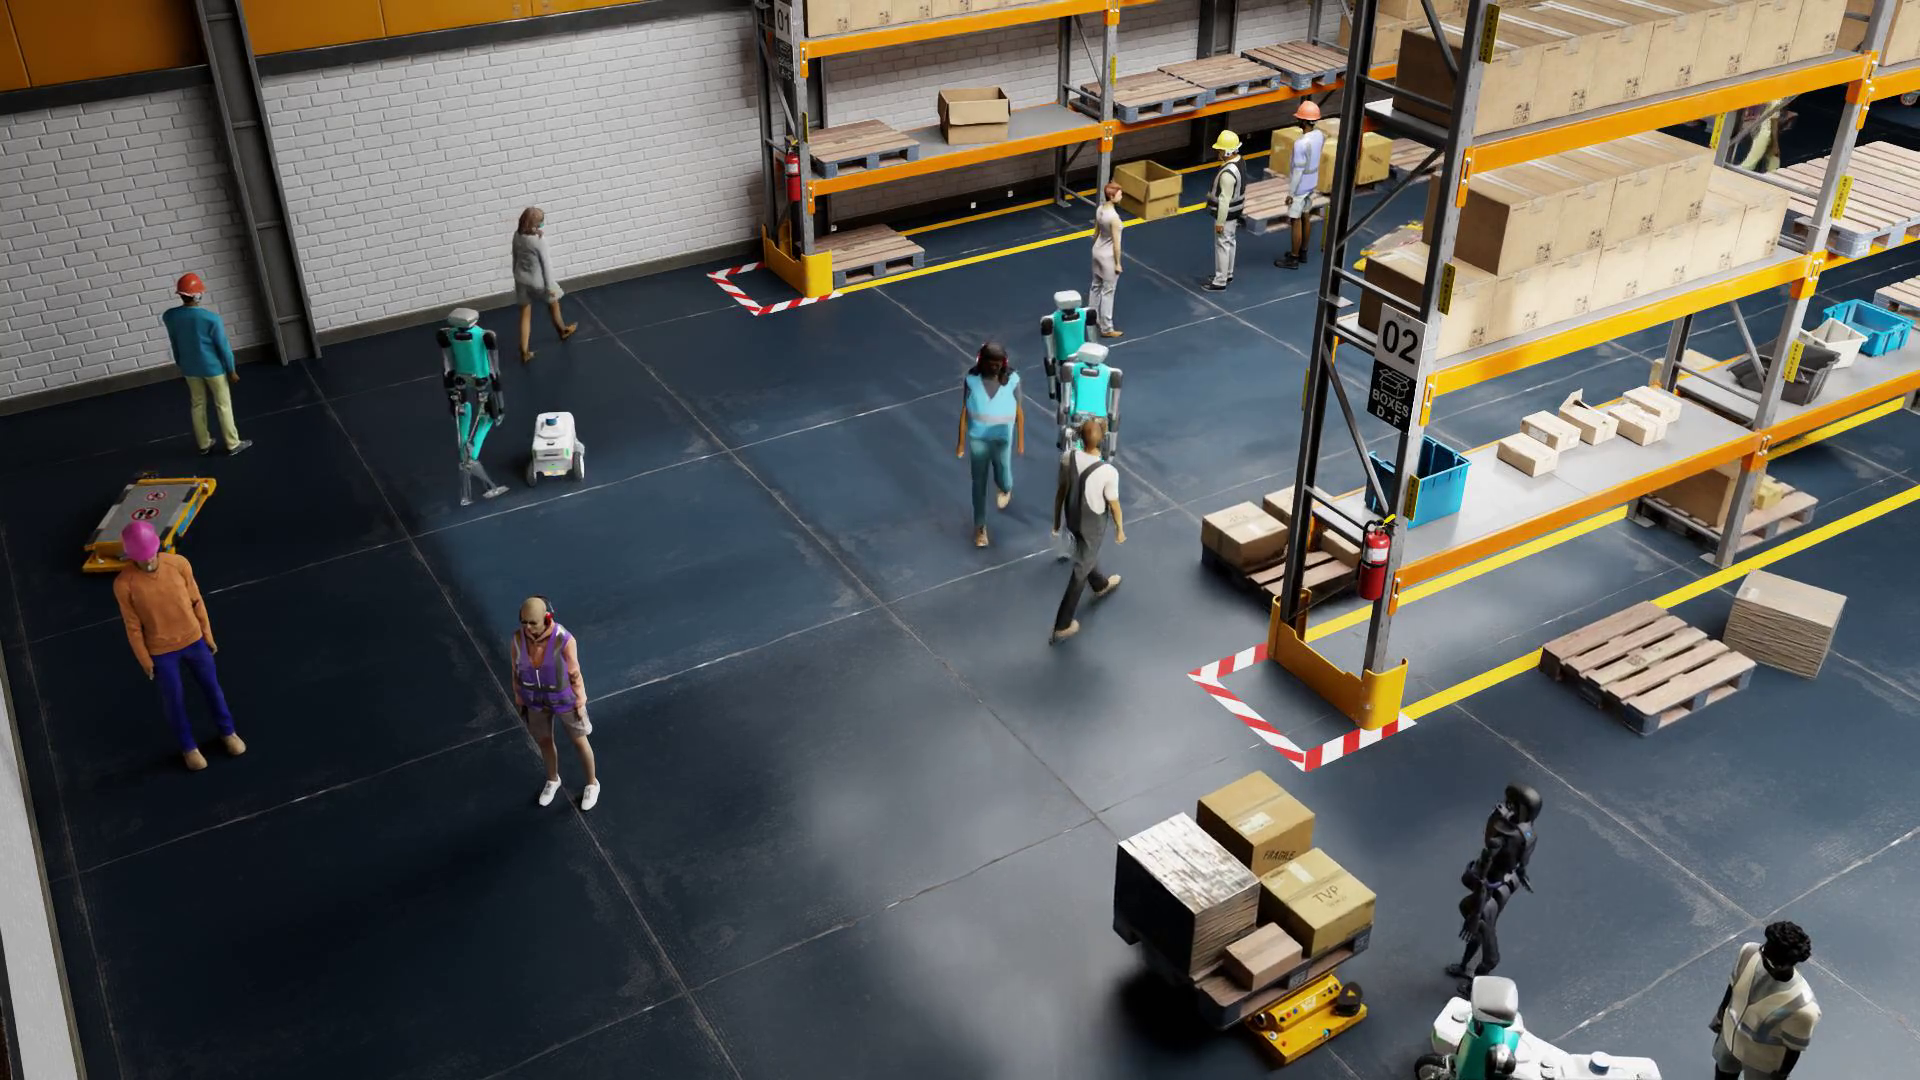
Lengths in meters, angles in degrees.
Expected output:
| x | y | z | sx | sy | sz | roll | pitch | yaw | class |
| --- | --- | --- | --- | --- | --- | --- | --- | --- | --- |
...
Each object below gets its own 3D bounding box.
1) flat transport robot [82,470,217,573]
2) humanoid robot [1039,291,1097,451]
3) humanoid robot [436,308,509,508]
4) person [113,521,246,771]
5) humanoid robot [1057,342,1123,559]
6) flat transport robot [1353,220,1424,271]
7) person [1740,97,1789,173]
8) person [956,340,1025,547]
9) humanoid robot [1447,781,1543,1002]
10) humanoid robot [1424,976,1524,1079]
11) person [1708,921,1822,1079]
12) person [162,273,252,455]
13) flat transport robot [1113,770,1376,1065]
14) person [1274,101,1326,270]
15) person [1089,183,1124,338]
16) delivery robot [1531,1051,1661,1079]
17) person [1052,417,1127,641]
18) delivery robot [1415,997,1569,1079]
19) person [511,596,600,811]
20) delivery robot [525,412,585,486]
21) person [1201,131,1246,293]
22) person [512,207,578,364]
| x | y | z | sx | sy | sz | roll | pitch | yaw | class |
| --- | --- | --- | --- | --- | --- | --- | --- | --- | --- |
| -6.989 | -0.174 | 14.362 | 0.659 | 0.231 | 1.431 | -2 | 32 | -3 | flat transport robot |
| 1.074 | -1.272 | 14.738 | 0.570 | 1.742 | 0.900 | -10 | 34 | -16 | humanoid robot |
| -4.261 | -1.051 | 14.403 | 0.539 | 1.810 | 0.759 | 4 | 32 | 7 | humanoid robot |
| -5.373 | 0.707 | 11.362 | 0.515 | 1.972 | 0.404 | -25 | 40 | -34 | person |
| 0.999 | -0.644 | 13.817 | 0.537 | 1.878 | 0.810 | 10 | 33 | 15 | humanoid robot |
| 5.246 | -3.383 | 19.479 | 0.659 | 0.231 | 1.431 | 23 | 39 | 32 | flat transport robot |
| 10.084 | -4.940 | 20.524 | 0.962 | 1.792 | 0.569 | 18 | 36 | 26 | person |
| 0.262 | -0.885 | 14.012 | 0.571 | 1.845 | 0.634 | 2 | 32 | 4 | person |
| 3.077 | 2.003 | 9.569 | 0.612 | 1.645 | 0.382 | -28 | 41 | -36 | humanoid robot |
| 2.301 | 2.799 | 8.167 | 0.669 | 1.732 | 0.530 | 5 | 32 | 8 | humanoid robot |
| 4.095 | 2.608 | 8.587 | 0.318 | 1.691 | 0.535 | -9 | 33 | -14 | person |
| -6.921 | -1.618 | 15.284 | 0.576 | 1.739 | 0.385 | 3 | 32 | 6 | person |
| 1.717 | 2.516 | 10.072 | 0.659 | 0.231 | 1.431 | -20 | 37 | -28 | flat transport robot |
| 3.882 | -4.040 | 18.958 | 0.352 | 1.938 | 0.544 | 22 | 38 | 31 | person |
| 1.548 | -2.948 | 17.475 | 0.283 | 1.656 | 0.443 | -14 | 35 | -21 | person |
| 3.402 | 3.010 | 9.008 | 0.784 | 0.589 | 0.499 | 1 | 32 | 2 | delivery robot |
| 1.003 | -0.135 | 12.867 | 0.536 | 1.790 | 0.984 | 26 | 40 | 35 | person |
| 2.969 | 2.868 | 9.238 | 0.763 | 0.591 | 0.525 | 24 | 39 | 32 | delivery robot |
| -2.703 | 1.076 | 11.035 | 0.486 | 1.685 | 0.352 | 4 | 32 | 7 | person |
| -3.689 | -0.845 | 15.175 | 0.522 | 0.609 | 0.780 | -5 | 32 | -7 | delivery robot |
| 2.935 | -3.639 | 18.428 | 0.403 | 1.824 | 0.590 | 11 | 34 | 17 | person |
| -4.329 | -2.681 | 17.089 | 0.546 | 1.596 | 0.891 | 12 | 34 | 19 | person |
